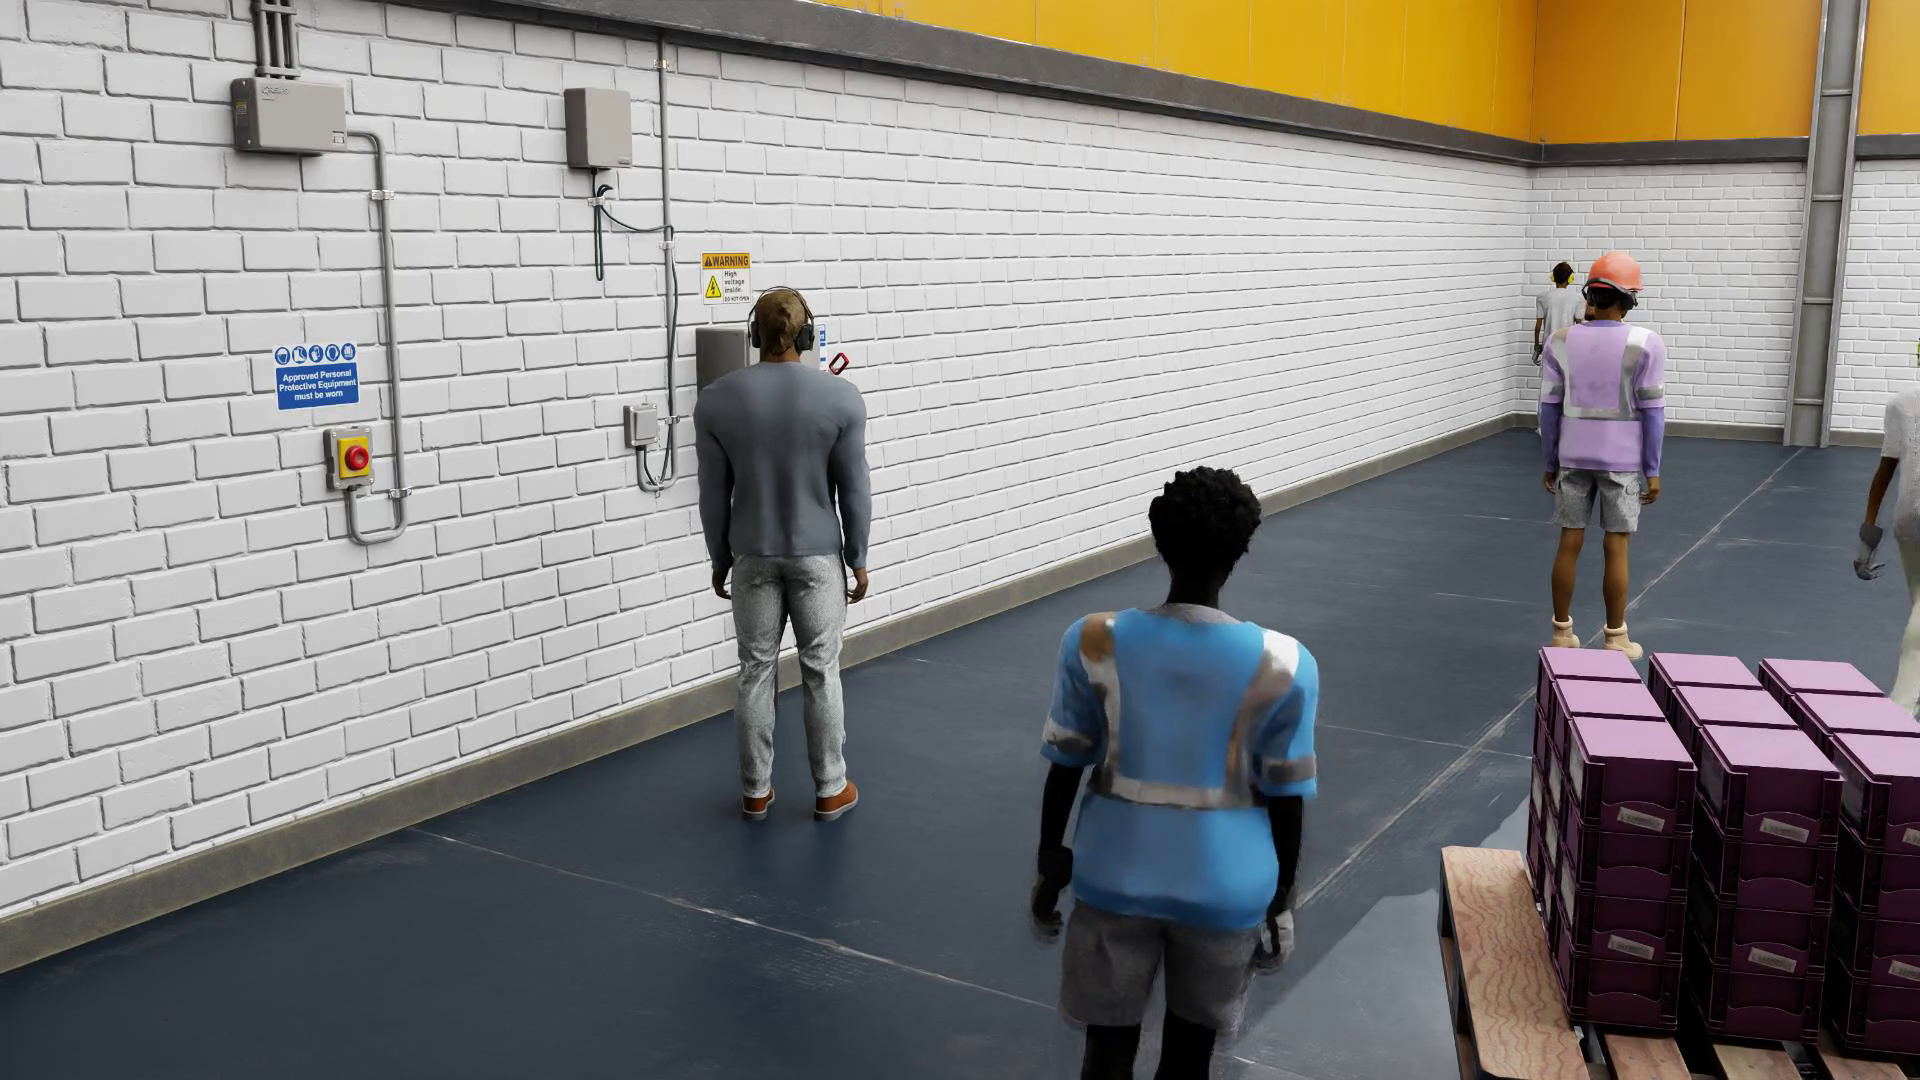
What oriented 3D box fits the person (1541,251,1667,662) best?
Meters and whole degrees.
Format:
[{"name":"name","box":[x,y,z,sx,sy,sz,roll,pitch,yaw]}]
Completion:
[{"name":"person","box":[3.189,-0.399,8.275,0.606,2.044,0.373,9,13,40]}]

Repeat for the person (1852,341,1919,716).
[{"name":"person","box":[3.936,-0.007,6.733,1.004,1.825,0.540,-6,12,-32]}]

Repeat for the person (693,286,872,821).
[{"name":"person","box":[-0.627,0.063,6.000,0.632,1.940,0.372,1,10,4]}]

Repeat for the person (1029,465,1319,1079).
[{"name":"person","box":[0.396,0.700,3.220,0.552,1.667,0.629,3,11,14]}]

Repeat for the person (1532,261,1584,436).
[{"name":"person","box":[6.432,-2.048,17.893,0.521,1.871,0.325,5,11,24]}]

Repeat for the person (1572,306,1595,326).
[{"name":"person","box":[5.949,-1.516,15.697,0.503,1.604,0.770,6,12,30]}]
